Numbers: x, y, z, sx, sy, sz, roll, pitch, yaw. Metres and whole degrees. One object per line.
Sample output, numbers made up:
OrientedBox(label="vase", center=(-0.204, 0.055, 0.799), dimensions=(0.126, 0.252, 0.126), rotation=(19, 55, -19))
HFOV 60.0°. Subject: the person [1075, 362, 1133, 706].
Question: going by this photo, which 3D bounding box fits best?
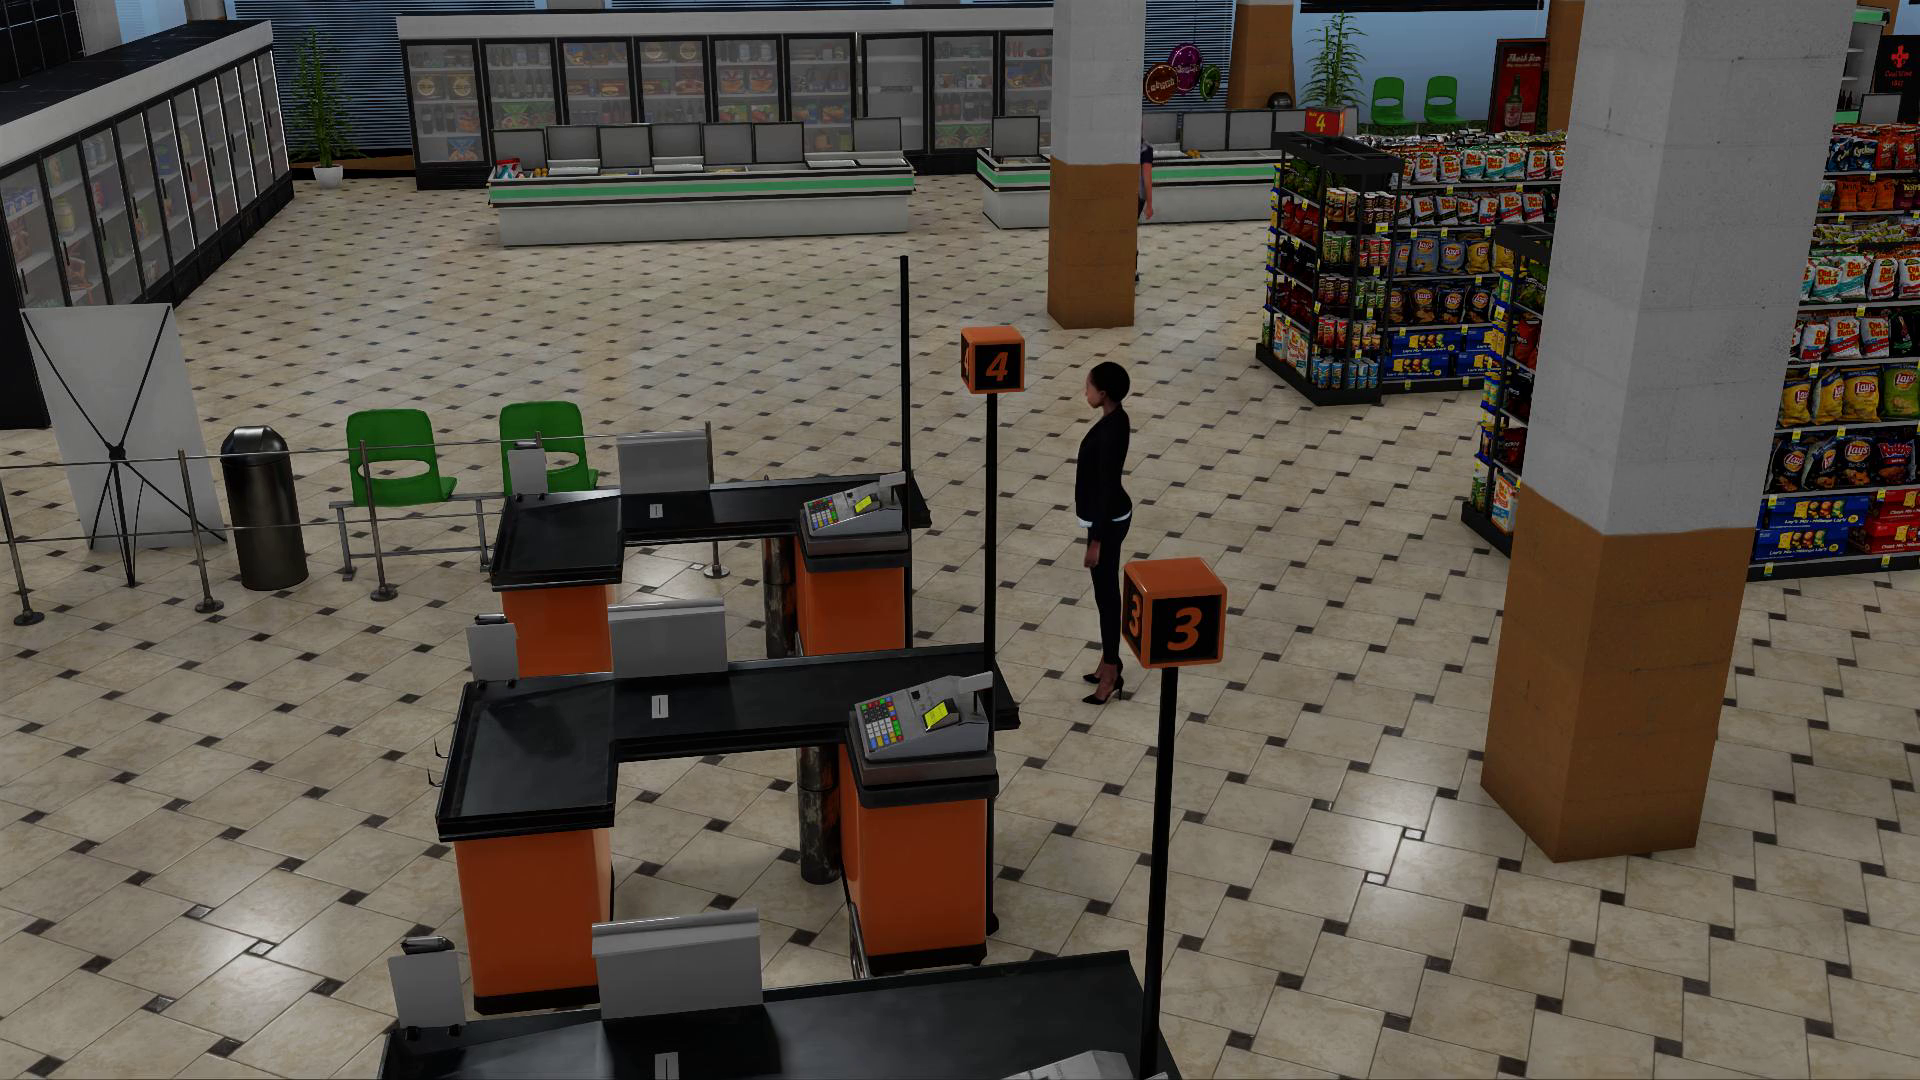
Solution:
OrientedBox(label="person", center=(0.753, -0.034, 8.556), dimensions=(0.632, 1.836, 0.665), rotation=(4, 22, 9))
